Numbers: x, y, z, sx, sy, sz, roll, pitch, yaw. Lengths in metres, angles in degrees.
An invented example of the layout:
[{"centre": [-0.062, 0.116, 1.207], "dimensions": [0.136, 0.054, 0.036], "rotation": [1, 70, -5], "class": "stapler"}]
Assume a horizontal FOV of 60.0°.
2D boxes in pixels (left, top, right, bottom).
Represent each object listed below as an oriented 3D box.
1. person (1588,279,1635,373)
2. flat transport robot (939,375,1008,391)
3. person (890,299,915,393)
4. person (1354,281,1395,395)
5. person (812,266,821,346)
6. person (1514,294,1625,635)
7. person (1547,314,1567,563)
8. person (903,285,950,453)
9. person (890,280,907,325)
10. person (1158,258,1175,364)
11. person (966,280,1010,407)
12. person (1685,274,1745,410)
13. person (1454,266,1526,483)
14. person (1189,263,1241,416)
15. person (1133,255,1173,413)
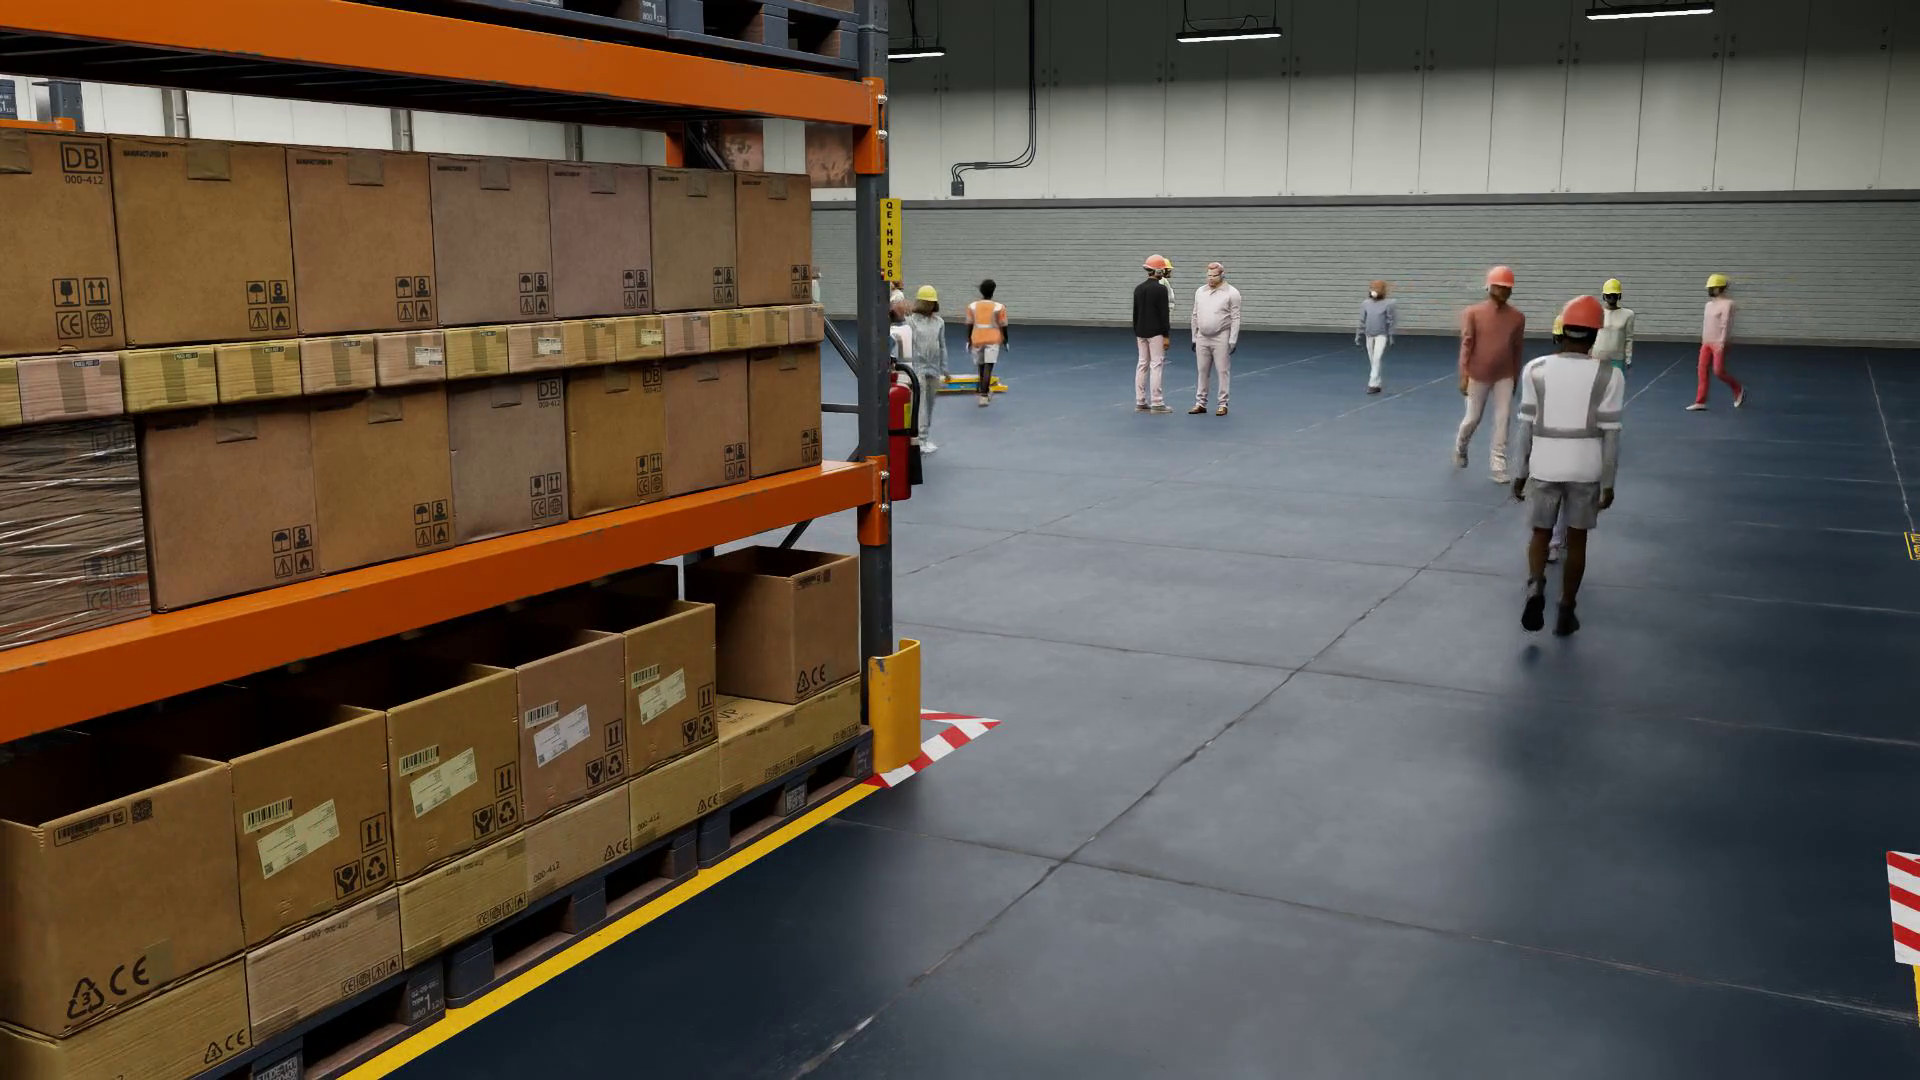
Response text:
[{"centre": [7.139, -1.987, 18.330], "dimensions": [0.532, 1.767, 0.328], "rotation": [2, 11, 10], "class": "person"}, {"centre": [-0.095, -2.236, 23.768], "dimensions": [1.431, 0.197, 0.652], "rotation": [-4, 11, -21], "class": "flat transport robot"}, {"centre": [-0.691, -1.521, 16.167], "dimensions": [0.616, 1.613, 0.554], "rotation": [4, 11, 22], "class": "person"}, {"centre": [5.810, -2.837, 23.428], "dimensions": [0.512, 1.600, 0.817], "rotation": [9, 14, 41], "class": "person"}, {"centre": [-2.929, -4.755, 33.818], "dimensions": [0.376, 1.617, 0.511], "rotation": [0, 10, 0], "class": "person"}, {"centre": [3.349, -0.389, 9.199], "dimensions": [0.558, 1.917, 0.607], "rotation": [6, 12, 29], "class": "person"}, {"centre": [4.211, -0.736, 11.640], "dimensions": [0.536, 1.724, 0.924], "rotation": [7, 12, 32], "class": "person"}, {"centre": [-0.356, -1.790, 17.368], "dimensions": [0.505, 1.741, 0.434], "rotation": [-7, 12, -33], "class": "person"}, {"centre": [-0.969, -3.226, 25.432], "dimensions": [0.306, 1.640, 0.523], "rotation": [-2, 11, -12], "class": "person"}, {"centre": [3.566, -4.016, 29.212], "dimensions": [0.404, 1.833, 0.589], "rotation": [1, 10, 5], "class": "person"}, {"centre": [0.388, -2.608, 22.012], "dimensions": [0.552, 1.644, 0.882], "rotation": [4, 11, 19], "class": "person"}, {"centre": [9.699, -2.521, 21.264], "dimensions": [0.656, 1.747, 0.531], "rotation": [-2, 11, -12], "class": "person"}, {"centre": [4.873, -1.540, 15.340], "dimensions": [0.620, 1.971, 0.830], "rotation": [0, 10, -1], "class": "person"}, {"centre": [3.168, -2.508, 20.803], "dimensions": [0.638, 1.902, 0.407], "rotation": [7, 12, 34], "class": "person"}, {"centre": [2.445, -2.605, 21.069], "dimensions": [0.384, 1.996, 0.610], "rotation": [-7, 13, -34], "class": "person"}]
